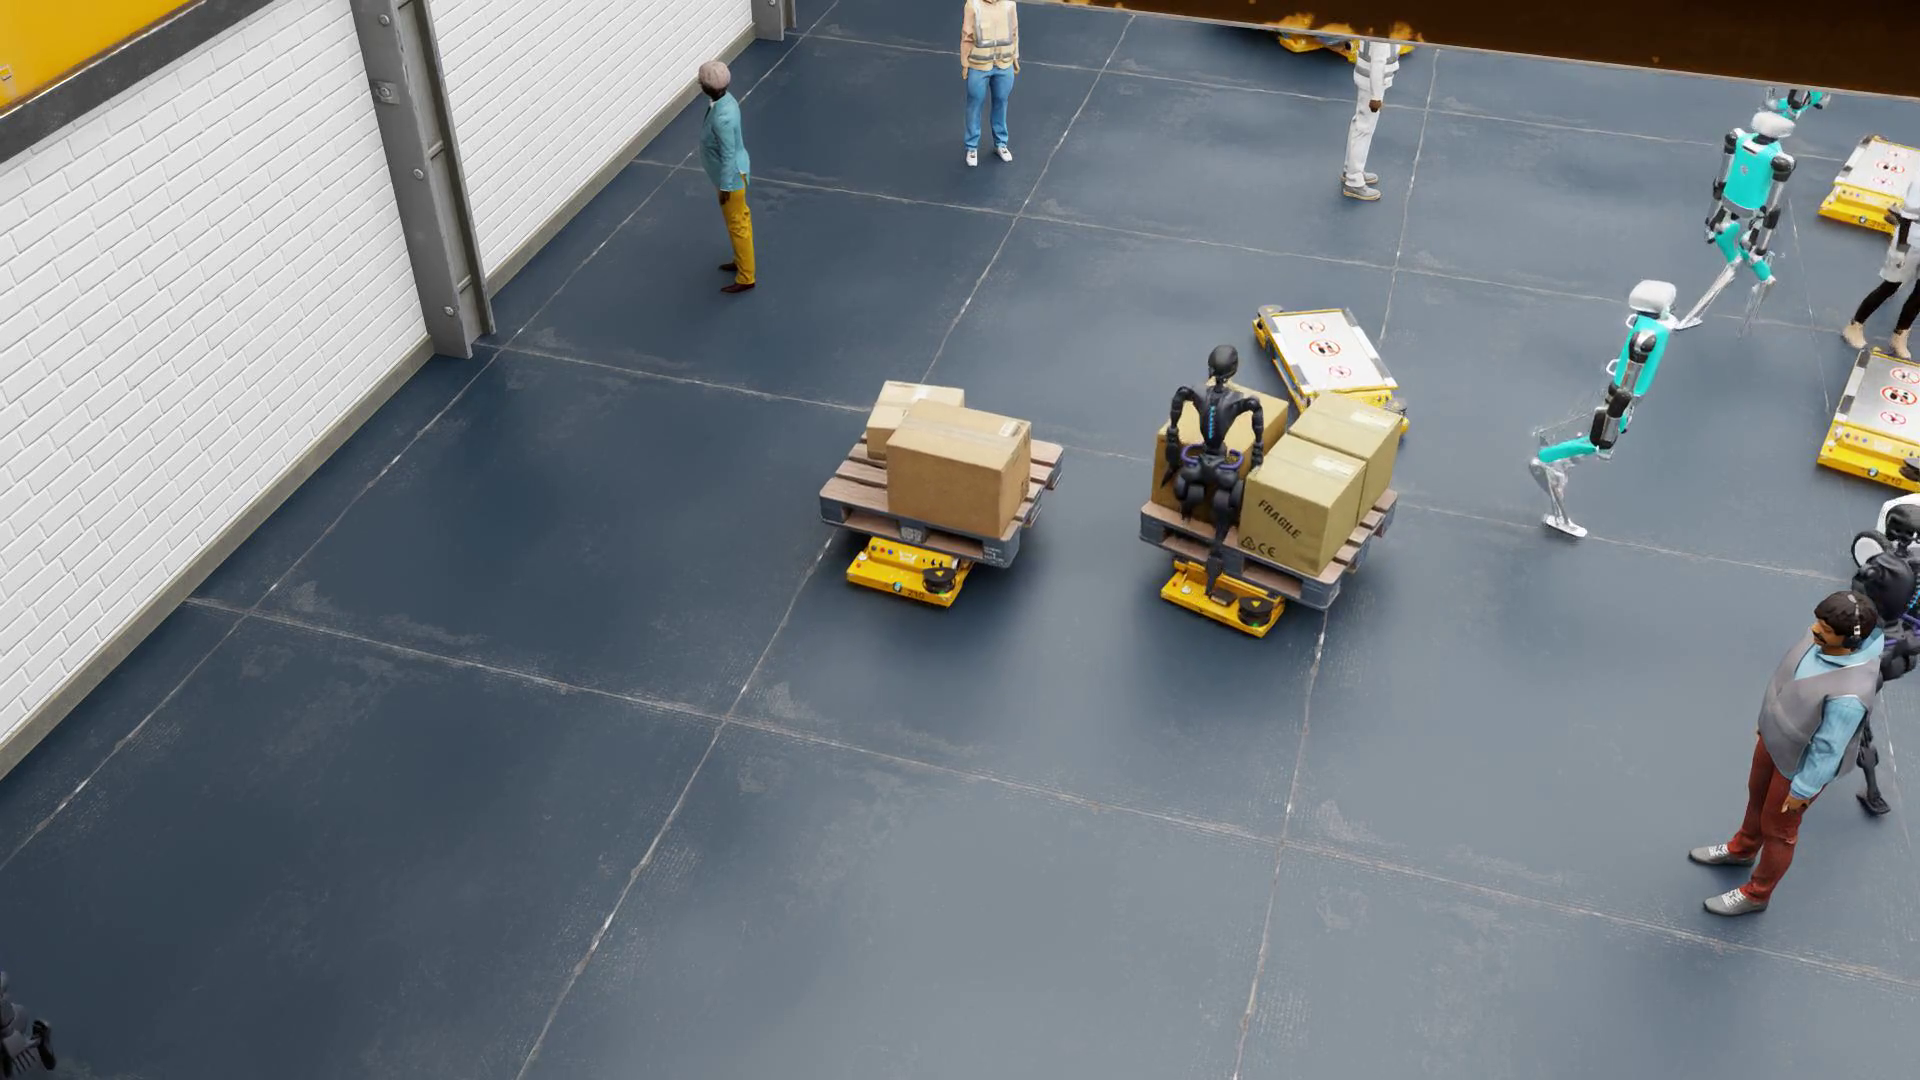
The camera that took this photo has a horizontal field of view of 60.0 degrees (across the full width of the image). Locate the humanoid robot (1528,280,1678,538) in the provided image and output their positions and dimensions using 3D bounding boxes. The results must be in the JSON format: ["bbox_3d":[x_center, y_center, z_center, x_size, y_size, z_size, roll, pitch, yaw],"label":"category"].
[{"bbox_3d":[3.667,-0.717,9.779,0.702,1.866,0.543,21,43,24],"label":"humanoid robot"}]

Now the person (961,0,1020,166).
[{"bbox_3d":[0.243,-3.958,13.763,0.498,1.728,0.368,-10,40,-13],"label":"person"}]

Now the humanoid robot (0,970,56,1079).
[{"bbox_3d":[-3.931,1.830,6.622,0.587,1.641,0.606,6,39,7],"label":"humanoid robot"}]

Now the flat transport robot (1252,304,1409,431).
[{"bbox_3d":[2.540,-1.192,11.487,0.659,0.231,1.431,-5,39,-7],"label":"flat transport robot"}]

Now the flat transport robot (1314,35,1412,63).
[{"bbox_3d":[3.665,-5.004,16.228,0.659,0.231,1.431,-24,45,-27],"label":"flat transport robot"}]

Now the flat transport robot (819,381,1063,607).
[{"bbox_3d":[-0.108,-0.157,10.200,0.659,0.231,1.431,14,41,17],"label":"flat transport robot"}]

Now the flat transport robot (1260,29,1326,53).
[{"bbox_3d":[3.245,-5.203,16.476,0.659,0.231,1.431,-14,41,-17],"label":"flat transport robot"}]

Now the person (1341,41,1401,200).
[{"bbox_3d":[3.311,-3.655,13.264,0.349,1.880,0.582,6,39,7],"label":"person"}]

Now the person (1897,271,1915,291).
[{"bbox_3d":[7.207,-2.391,11.905,0.521,1.611,0.537,-13,41,-15],"label":"person"}]

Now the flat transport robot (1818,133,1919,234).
[{"bbox_3d":[7.588,-2.926,13.644,0.659,0.231,1.431,24,45,27],"label":"flat transport robot"}]

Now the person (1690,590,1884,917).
[{"bbox_3d":[3.791,0.965,7.527,0.413,1.873,0.534,3,39,4],"label":"person"}]

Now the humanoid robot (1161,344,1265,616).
[{"bbox_3d":[1.421,-0.375,9.367,0.589,1.638,0.576,12,40,15],"label":"humanoid robot"}]

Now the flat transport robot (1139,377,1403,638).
[{"bbox_3d":[1.834,0.020,9.980,0.659,0.231,1.431,23,44,26],"label":"flat transport robot"}]

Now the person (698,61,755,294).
[{"bbox_3d":[-1.696,-2.637,12.101,0.346,1.750,0.521,-3,39,-4],"label":"person"}]

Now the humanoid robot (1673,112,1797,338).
[{"bbox_3d":[5.537,-2.154,11.544,0.776,1.802,0.557,-18,42,-21],"label":"humanoid robot"}]

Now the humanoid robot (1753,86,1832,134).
[{"bbox_3d":[6.706,-3.603,13.372,0.536,1.817,0.833,-24,45,-27],"label":"humanoid robot"}]

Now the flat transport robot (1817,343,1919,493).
[{"bbox_3d":[6.190,-0.825,11.031,0.659,0.231,1.431,22,44,25],"label":"flat transport robot"}]

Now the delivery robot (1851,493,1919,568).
[{"bbox_3d":[5.701,0.068,9.684,0.499,0.586,0.765,-14,41,-17],"label":"delivery robot"}]

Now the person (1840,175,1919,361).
[{"bbox_3d":[6.620,-2.022,11.390,0.569,1.670,0.400,-7,39,-9],"label":"person"}]

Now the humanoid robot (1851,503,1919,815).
[{"bbox_3d":[4.558,0.556,8.249,0.610,1.612,0.835,-15,41,-17],"label":"humanoid robot"}]
